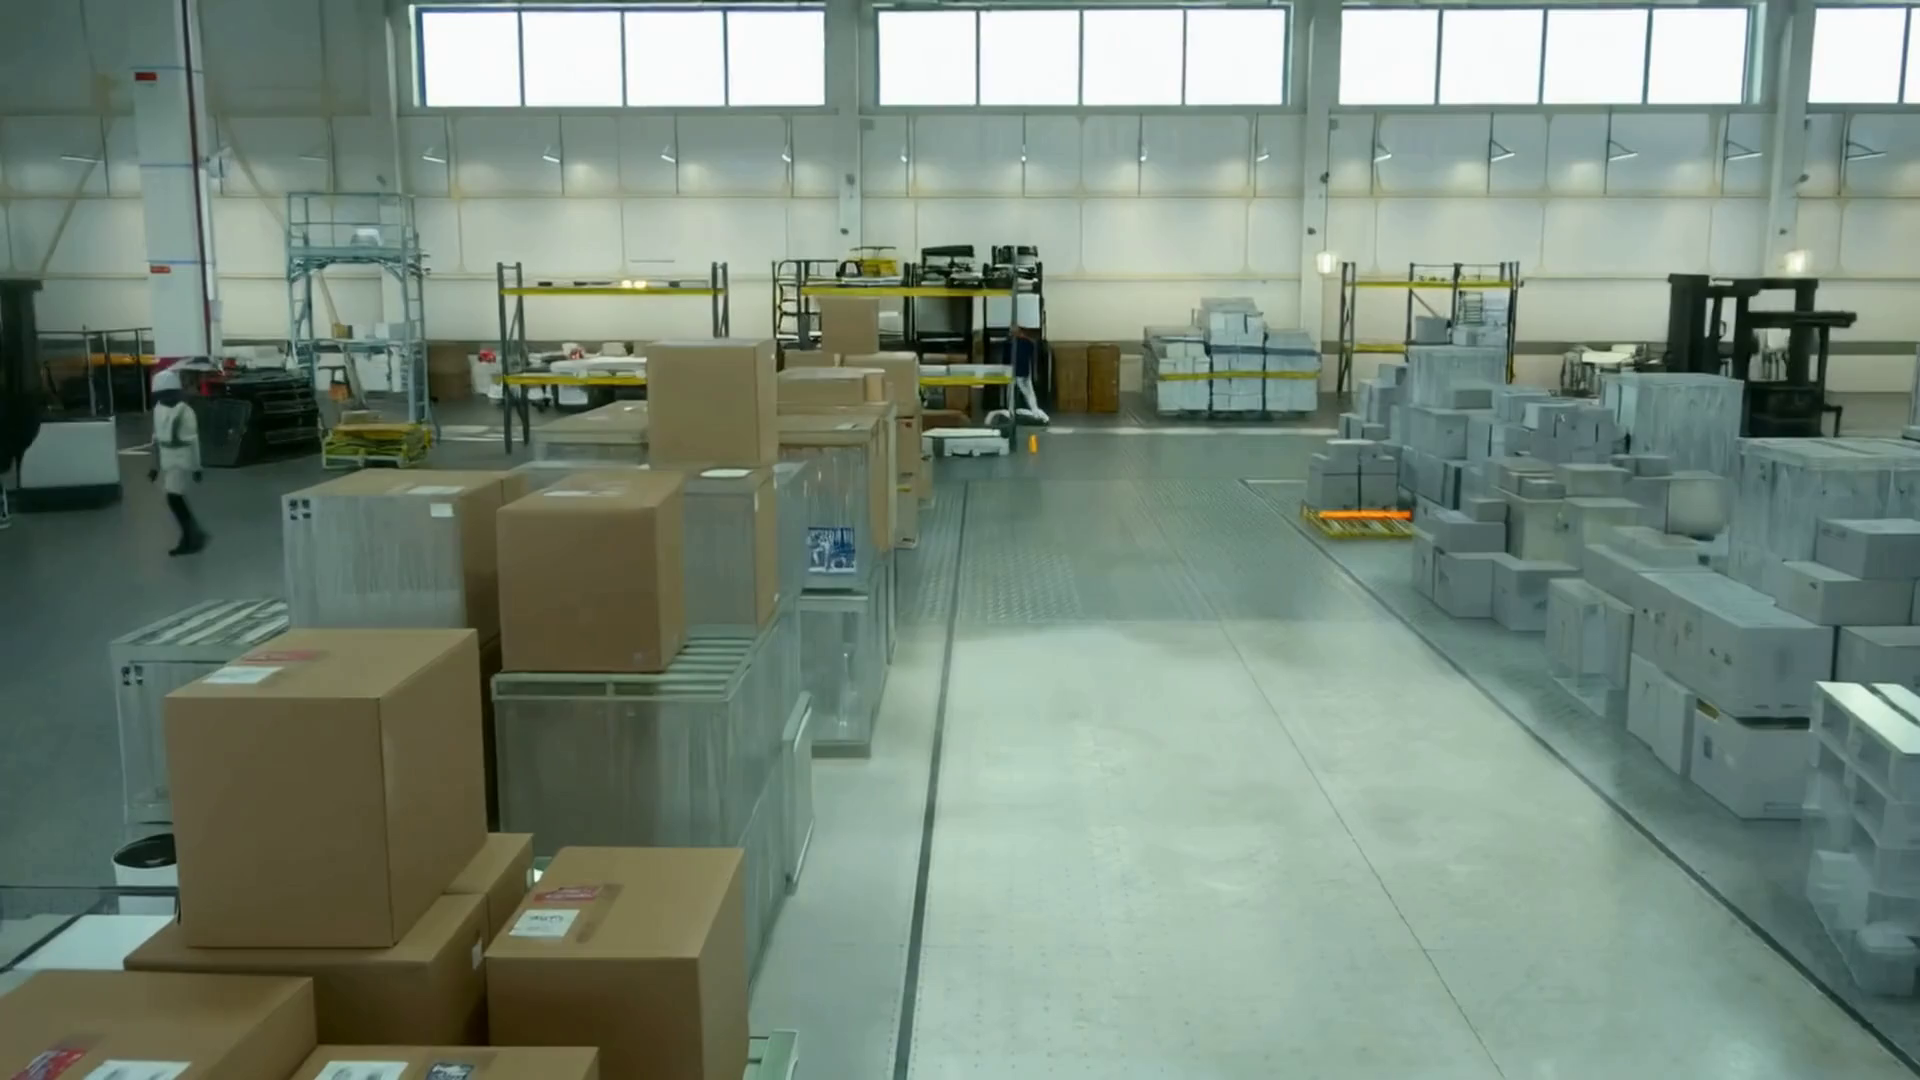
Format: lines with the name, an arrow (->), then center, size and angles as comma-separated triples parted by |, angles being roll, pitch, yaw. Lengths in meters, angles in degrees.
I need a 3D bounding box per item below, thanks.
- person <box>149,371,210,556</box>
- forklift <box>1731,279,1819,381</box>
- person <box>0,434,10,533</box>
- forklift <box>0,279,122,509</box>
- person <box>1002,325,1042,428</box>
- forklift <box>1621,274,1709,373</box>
person -> -8.119, -0.783, 17.184 | 0.548, 1.923, 0.413 | 6, 11, 30
forklift -> 10.335, -1.946, 21.293 | 1.129, 2.768, 1.873 | 0, 9, 0
person -> -10.943, -1.005, 18.653 | 0.340, 1.879, 0.577 | -2, 10, -13
forklift -> -11.449, -1.800, 20.416 | 1.873, 2.768, 1.129 | -4, 10, -25
person -> 1.163, -3.028, 30.752 | 0.785, 1.902, 0.530 | -1, 10, -8
forklift -> 12.717, -3.275, 29.254 | 1.873, 2.768, 1.129 | 0, 9, 1
